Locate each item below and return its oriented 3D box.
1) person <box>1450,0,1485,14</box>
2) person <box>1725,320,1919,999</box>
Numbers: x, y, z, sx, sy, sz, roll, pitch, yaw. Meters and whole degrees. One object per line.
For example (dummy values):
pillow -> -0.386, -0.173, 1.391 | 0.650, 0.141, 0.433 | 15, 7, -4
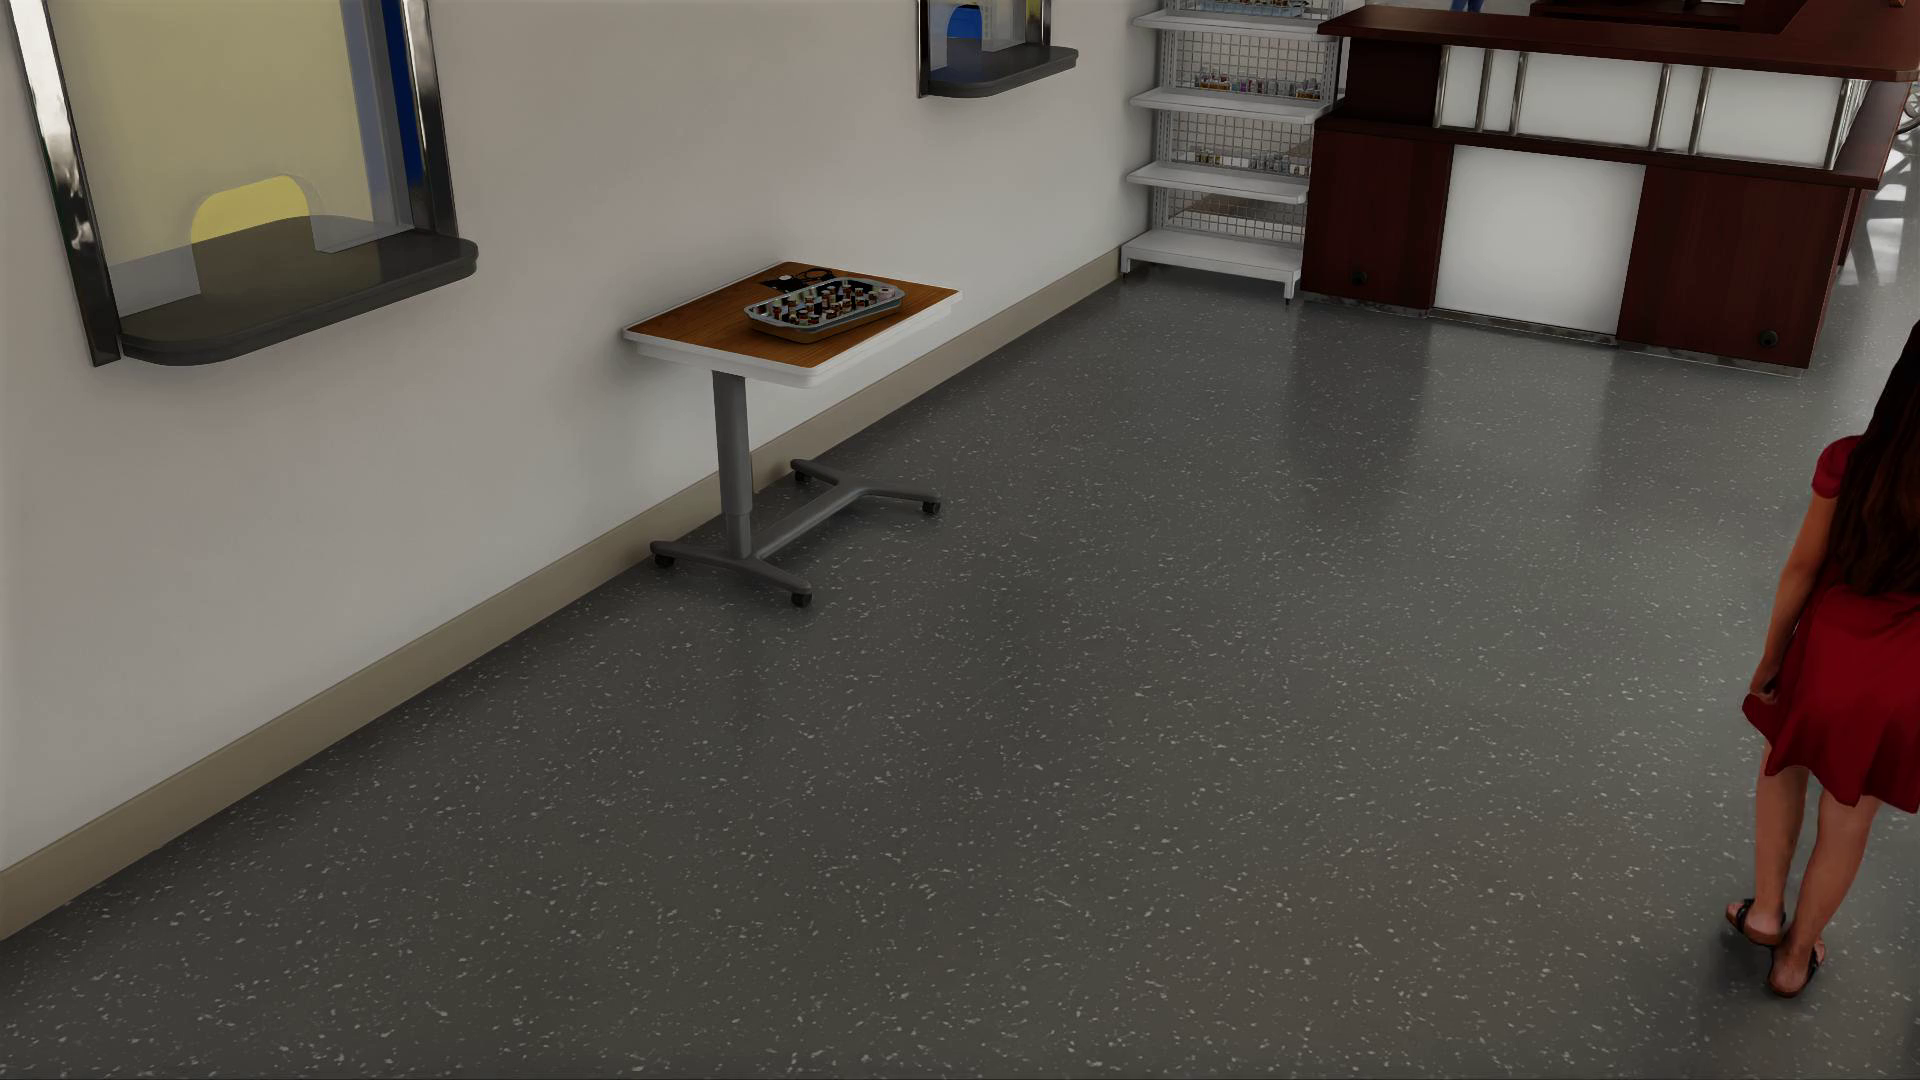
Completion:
person -> 4.299, -4.840, 13.895 | 0.713, 1.616, 0.760 | -10, 27, -20
person -> 1.809, 0.287, 3.349 | 0.551, 1.540, 0.602 | 14, 29, 26
